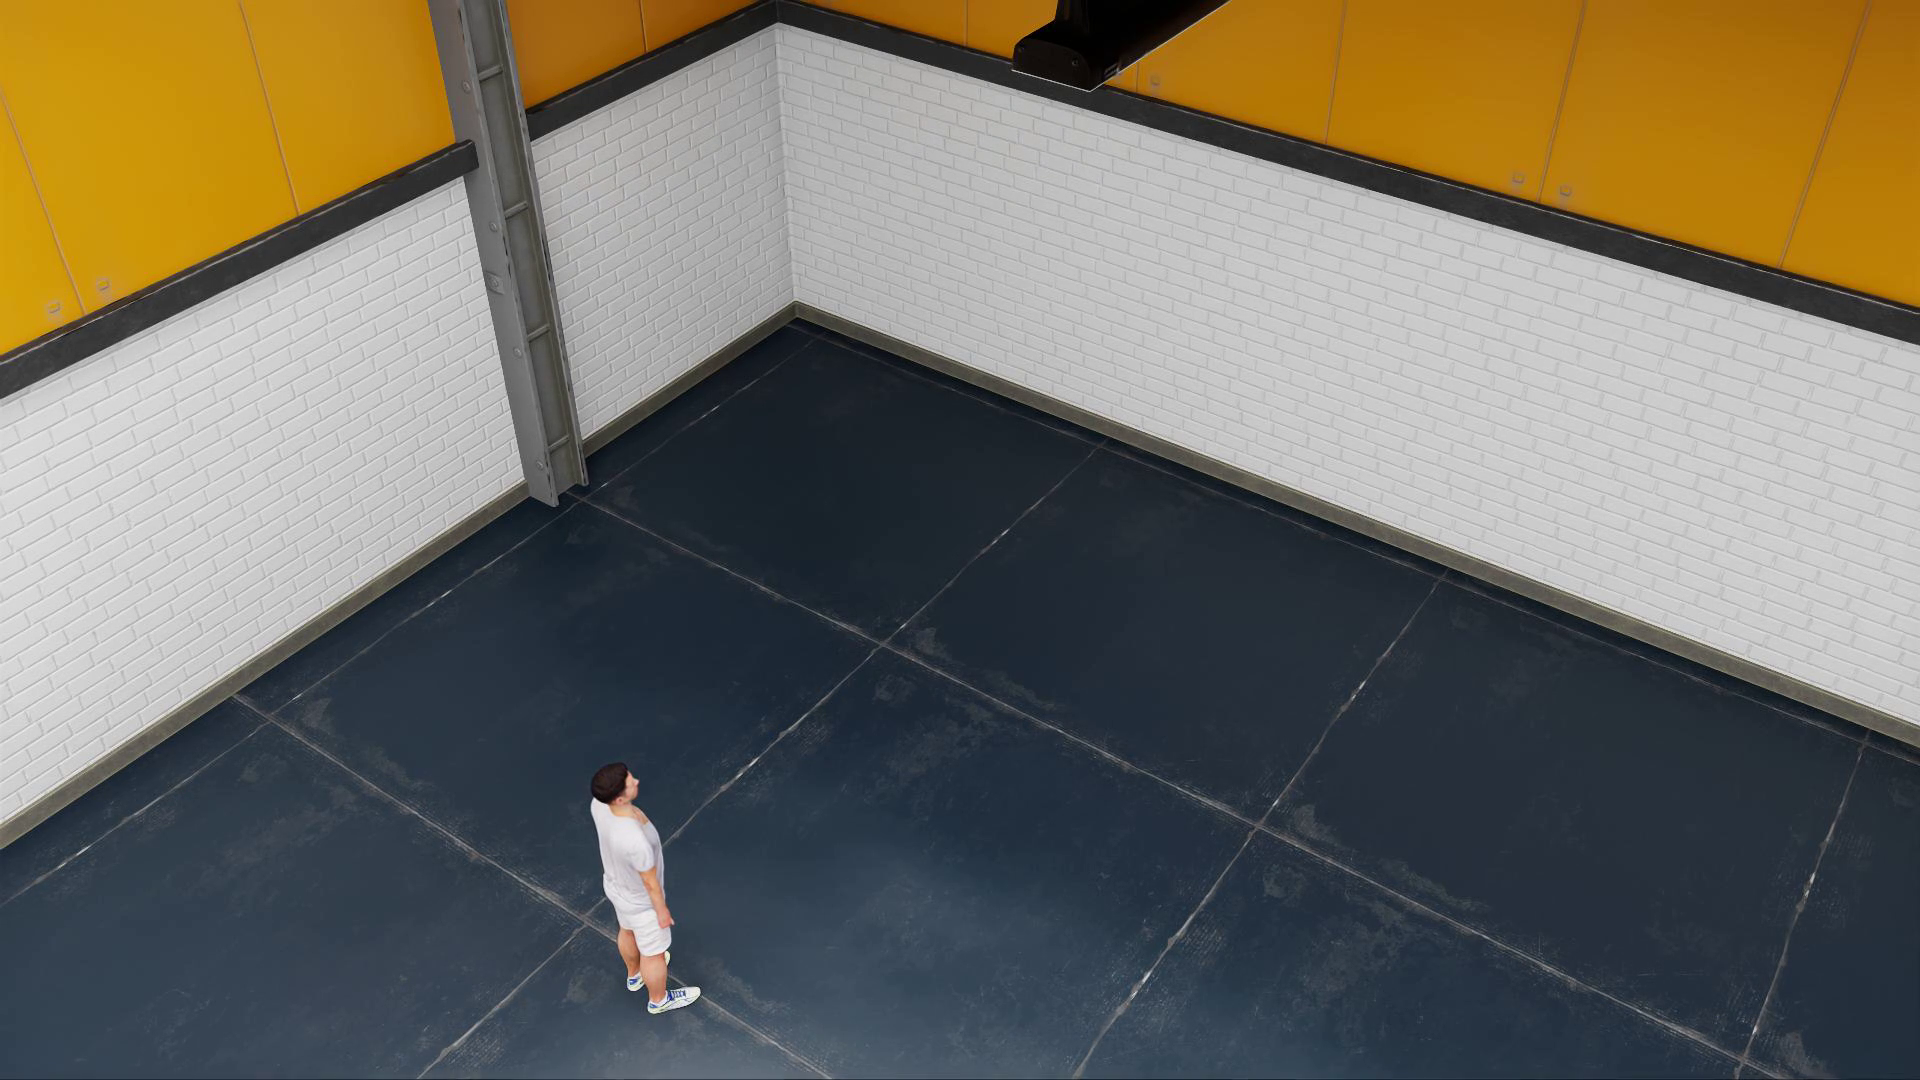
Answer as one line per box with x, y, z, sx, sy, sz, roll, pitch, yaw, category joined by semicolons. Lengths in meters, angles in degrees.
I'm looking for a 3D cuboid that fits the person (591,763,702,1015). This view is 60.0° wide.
-1.769;1.884;9.033;0.675;1.855;0.739;-27;46;-29;person
